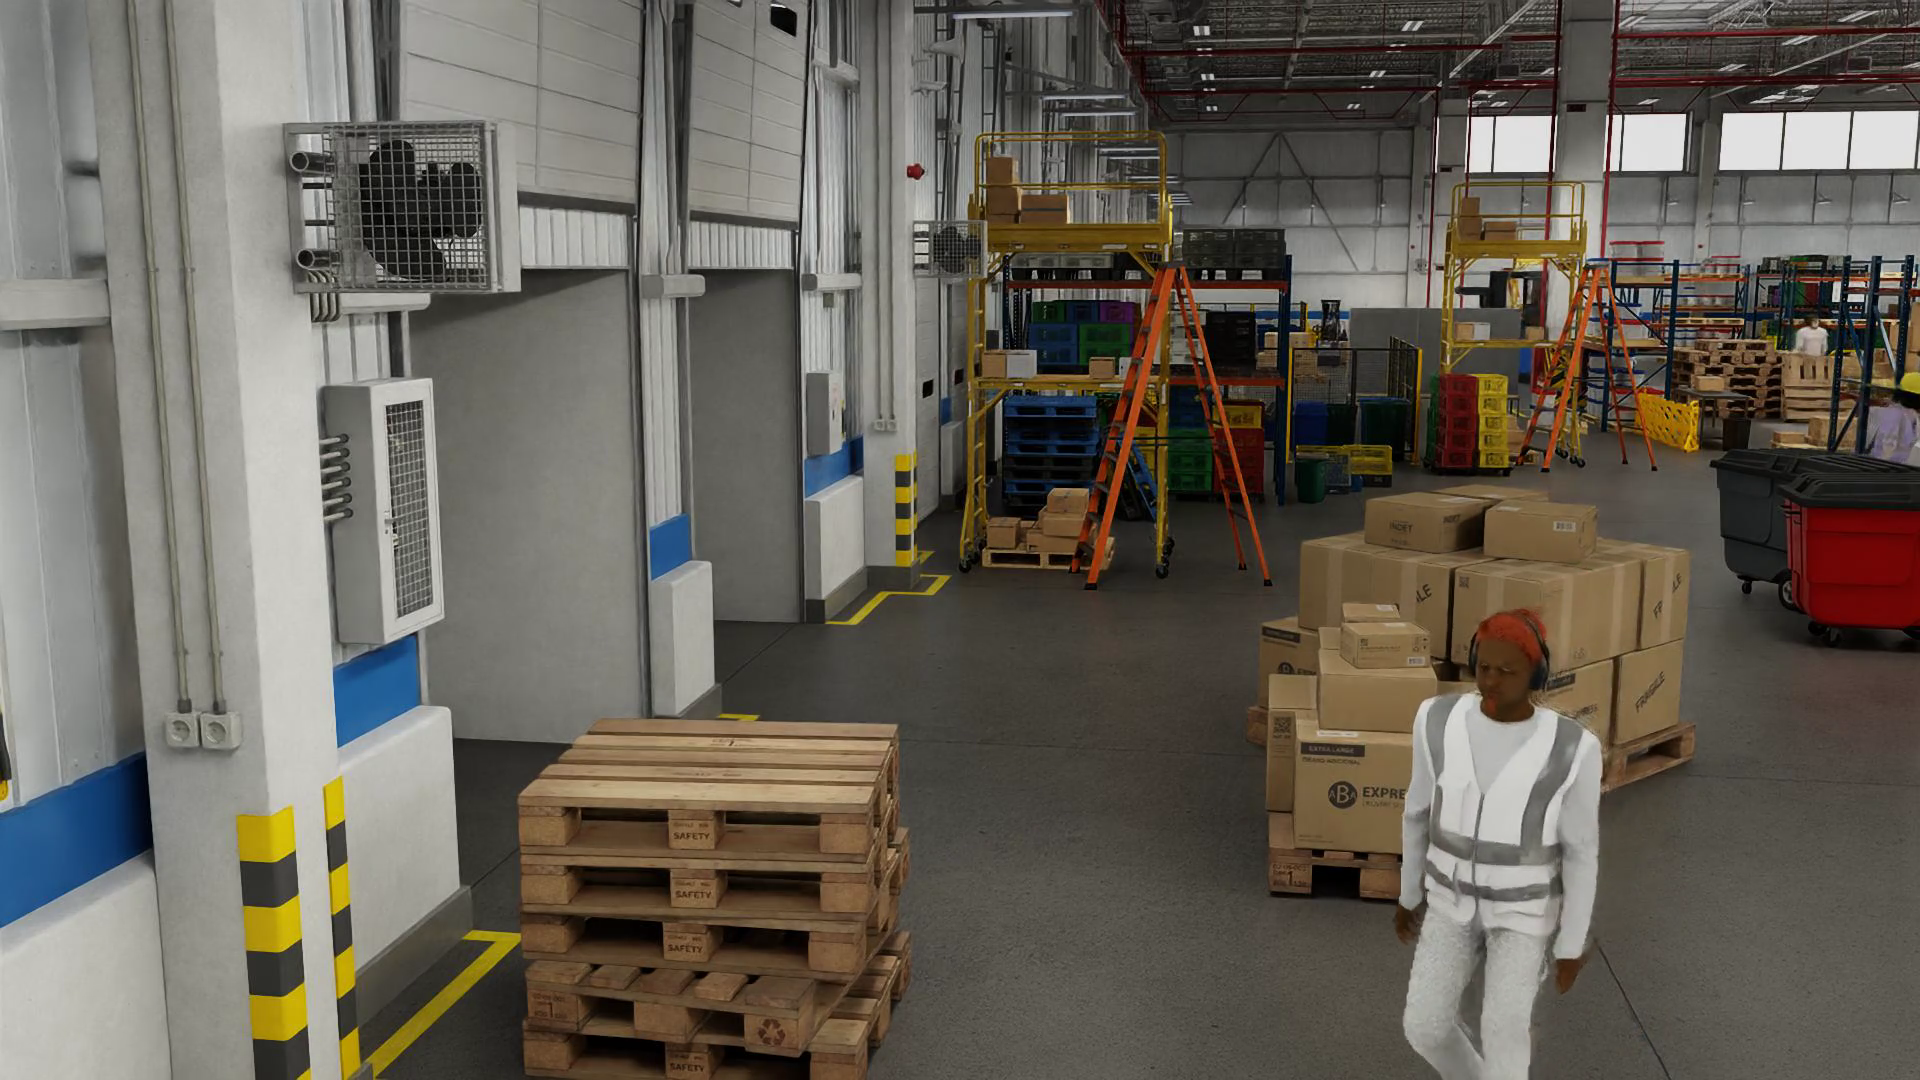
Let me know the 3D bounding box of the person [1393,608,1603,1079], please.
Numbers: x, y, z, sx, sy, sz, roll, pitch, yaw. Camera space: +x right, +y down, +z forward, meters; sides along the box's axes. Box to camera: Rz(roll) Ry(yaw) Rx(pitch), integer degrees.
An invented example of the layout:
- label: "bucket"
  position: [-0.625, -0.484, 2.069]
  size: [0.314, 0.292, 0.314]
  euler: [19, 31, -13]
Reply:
- label: "person"
  position: [1.591, 1.116, 4.987]
  size: [0.606, 1.867, 0.439]
  euler: [7, 12, 39]

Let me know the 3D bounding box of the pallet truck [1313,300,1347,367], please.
- label: "pallet truck"
  position: [11.159, -6.200, 49.718]
  size: [0.823, 1.965, 1.885]
  euler: [4, 10, 26]

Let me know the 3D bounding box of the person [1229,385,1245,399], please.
- label: "person"
  position: [5.786, -3.568, 34.580]
  size: [0.312, 1.642, 0.512]
  euler: [-9, 13, -44]

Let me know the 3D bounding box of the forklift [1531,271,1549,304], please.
- label: "forklift"
  position: [16.127, -6.011, 45.839]
  size: [1.873, 2.768, 1.129]
  euler: [-3, 10, -17]

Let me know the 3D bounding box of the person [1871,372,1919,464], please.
- label: "person"
  position: [9.157, -0.718, 16.340]
  size: [0.629, 1.869, 1.018]
  euler: [-7, 12, -37]

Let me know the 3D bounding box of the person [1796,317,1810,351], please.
- label: "person"
  position: [22.012, -4.977, 43.210]
  size: [0.535, 1.662, 0.833]
  euler: [3, 10, 21]

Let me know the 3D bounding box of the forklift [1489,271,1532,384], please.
- label: "forklift"
  position: [13.426, -5.323, 41.594]
  size: [1.873, 2.768, 1.129]
  euler: [1, 9, 9]

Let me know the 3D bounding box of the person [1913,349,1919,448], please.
- label: "person"
  position: [15.503, -2.343, 26.750]
  size: [0.325, 1.736, 0.487]
  euler: [5, 10, 27]

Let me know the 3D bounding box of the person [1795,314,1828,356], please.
- label: "person"
  position: [18.327, -3.899, 35.778]
  size: [0.629, 1.925, 0.434]
  euler: [0, 9, 2]
